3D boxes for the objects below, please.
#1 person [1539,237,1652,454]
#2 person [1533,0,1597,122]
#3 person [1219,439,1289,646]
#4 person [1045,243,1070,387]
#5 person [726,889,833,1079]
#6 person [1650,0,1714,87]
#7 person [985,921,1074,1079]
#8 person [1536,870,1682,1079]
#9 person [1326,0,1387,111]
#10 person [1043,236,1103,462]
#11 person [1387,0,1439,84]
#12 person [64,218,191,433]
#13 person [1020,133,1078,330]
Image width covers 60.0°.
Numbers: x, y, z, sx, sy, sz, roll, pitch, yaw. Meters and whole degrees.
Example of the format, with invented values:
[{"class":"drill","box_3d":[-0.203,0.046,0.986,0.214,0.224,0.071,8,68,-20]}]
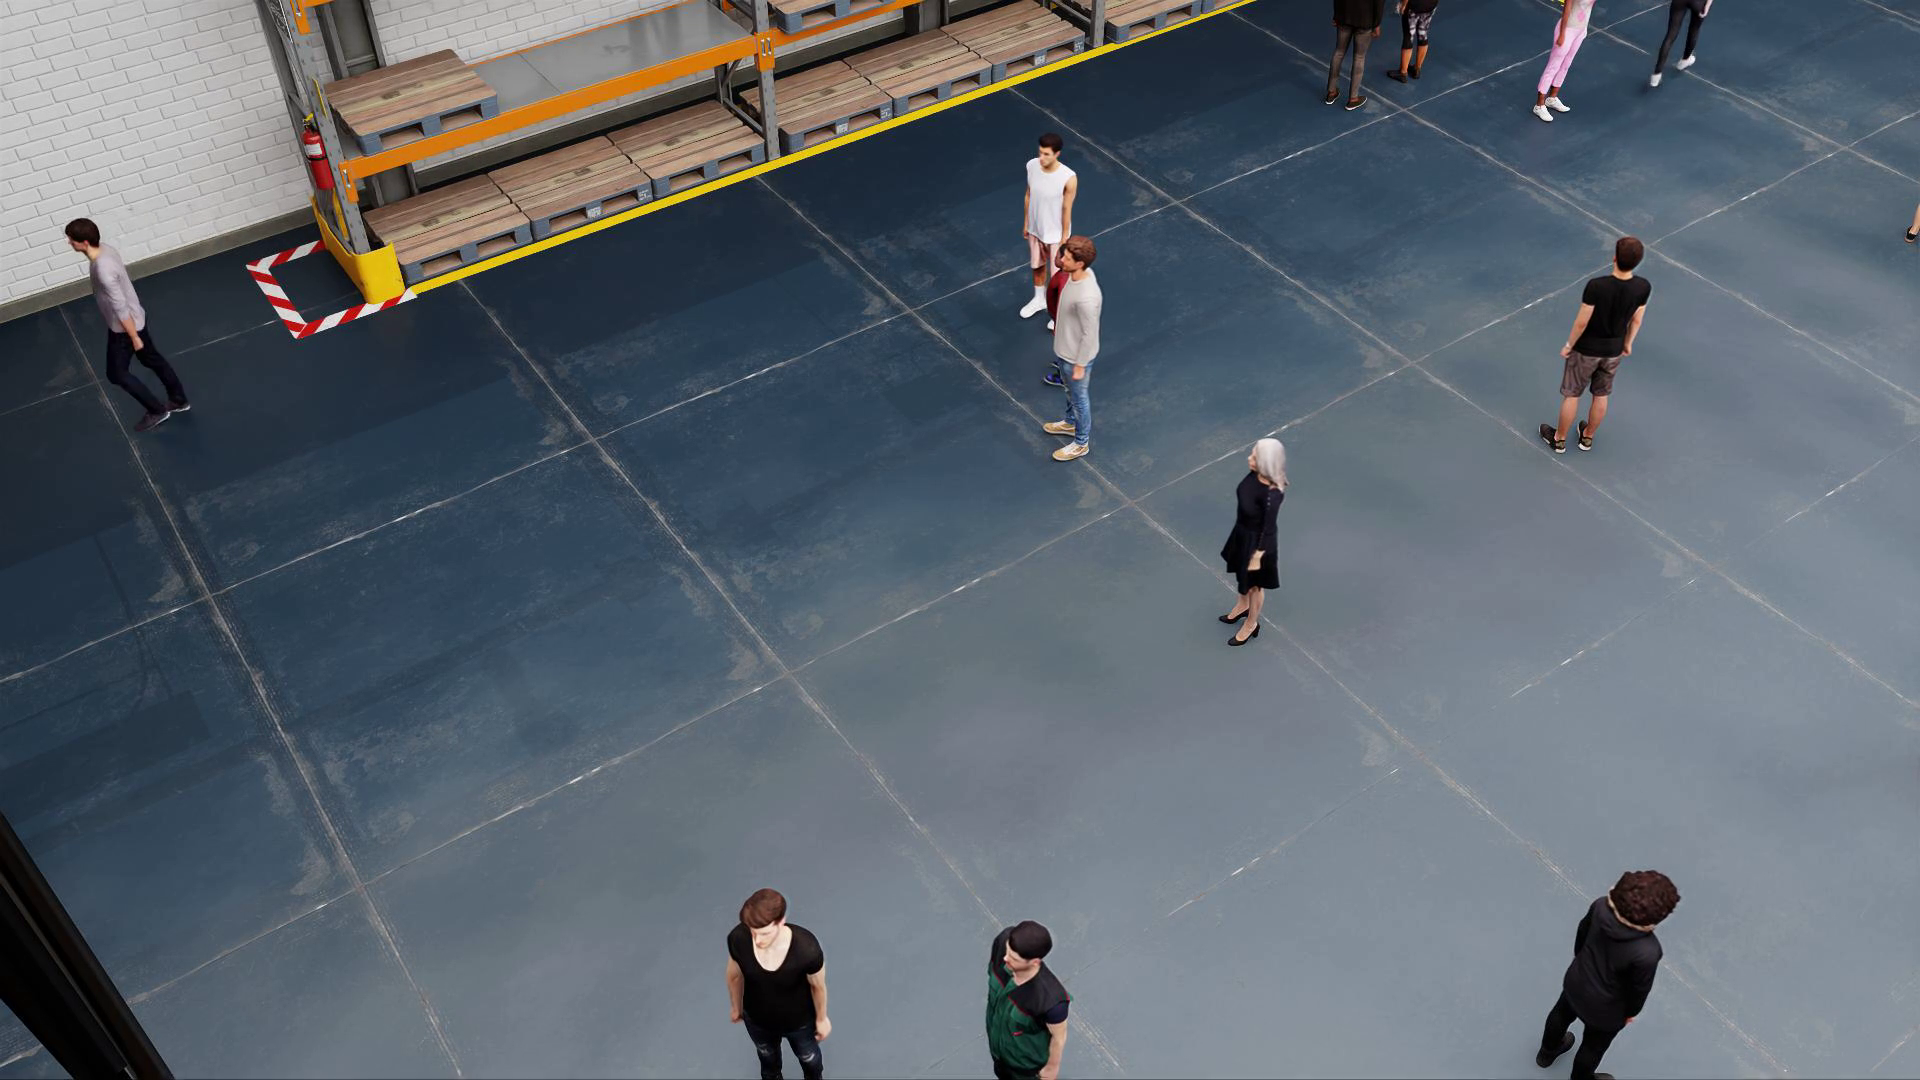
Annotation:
[{"class":"person","box_3d":[4.758,-1.442,12.407,0.704,1.861,0.830,-3,44,-3]},{"class":"person","box_3d":[5.939,-4.961,16.187,0.468,1.741,0.647,-30,51,-28]},{"class":"person","box_3d":[1.930,0.013,10.963,0.714,1.746,0.697,-5,44,-5]},{"class":"person","box_3d":[0.847,-1.808,13.231,0.640,1.253,0.566,12,45,12]},{"class":"person","box_3d":[-0.905,2.352,8.398,0.758,1.896,0.814,8,44,8]},{"class":"person","box_3d":[7.263,-5.356,16.630,0.786,1.702,1.164,32,52,29]},{"class":"person","box_3d":[0.319,2.471,8.270,0.542,1.900,0.677,-25,49,-24]},{"class":"person","box_3d":[3.304,2.285,8.552,0.650,1.780,0.664,-17,46,-17]},{"class":"person","box_3d":[3.883,-5.109,16.300,0.727,1.800,0.665,27,50,25]},{"class":"person","box_3d":[0.865,-1.433,12.366,0.730,1.903,0.755,-6,44,-7]},{"class":"person","box_3d":[4.637,-5.417,16.724,0.483,1.660,0.660,-20,47,-19]},{"class":"person","box_3d":[-6.261,-1.674,12.672,0.761,1.830,0.744,-13,45,-14]},{"class":"person","box_3d":[0.745,-2.559,13.636,0.680,1.782,0.649,30,51,28]}]
